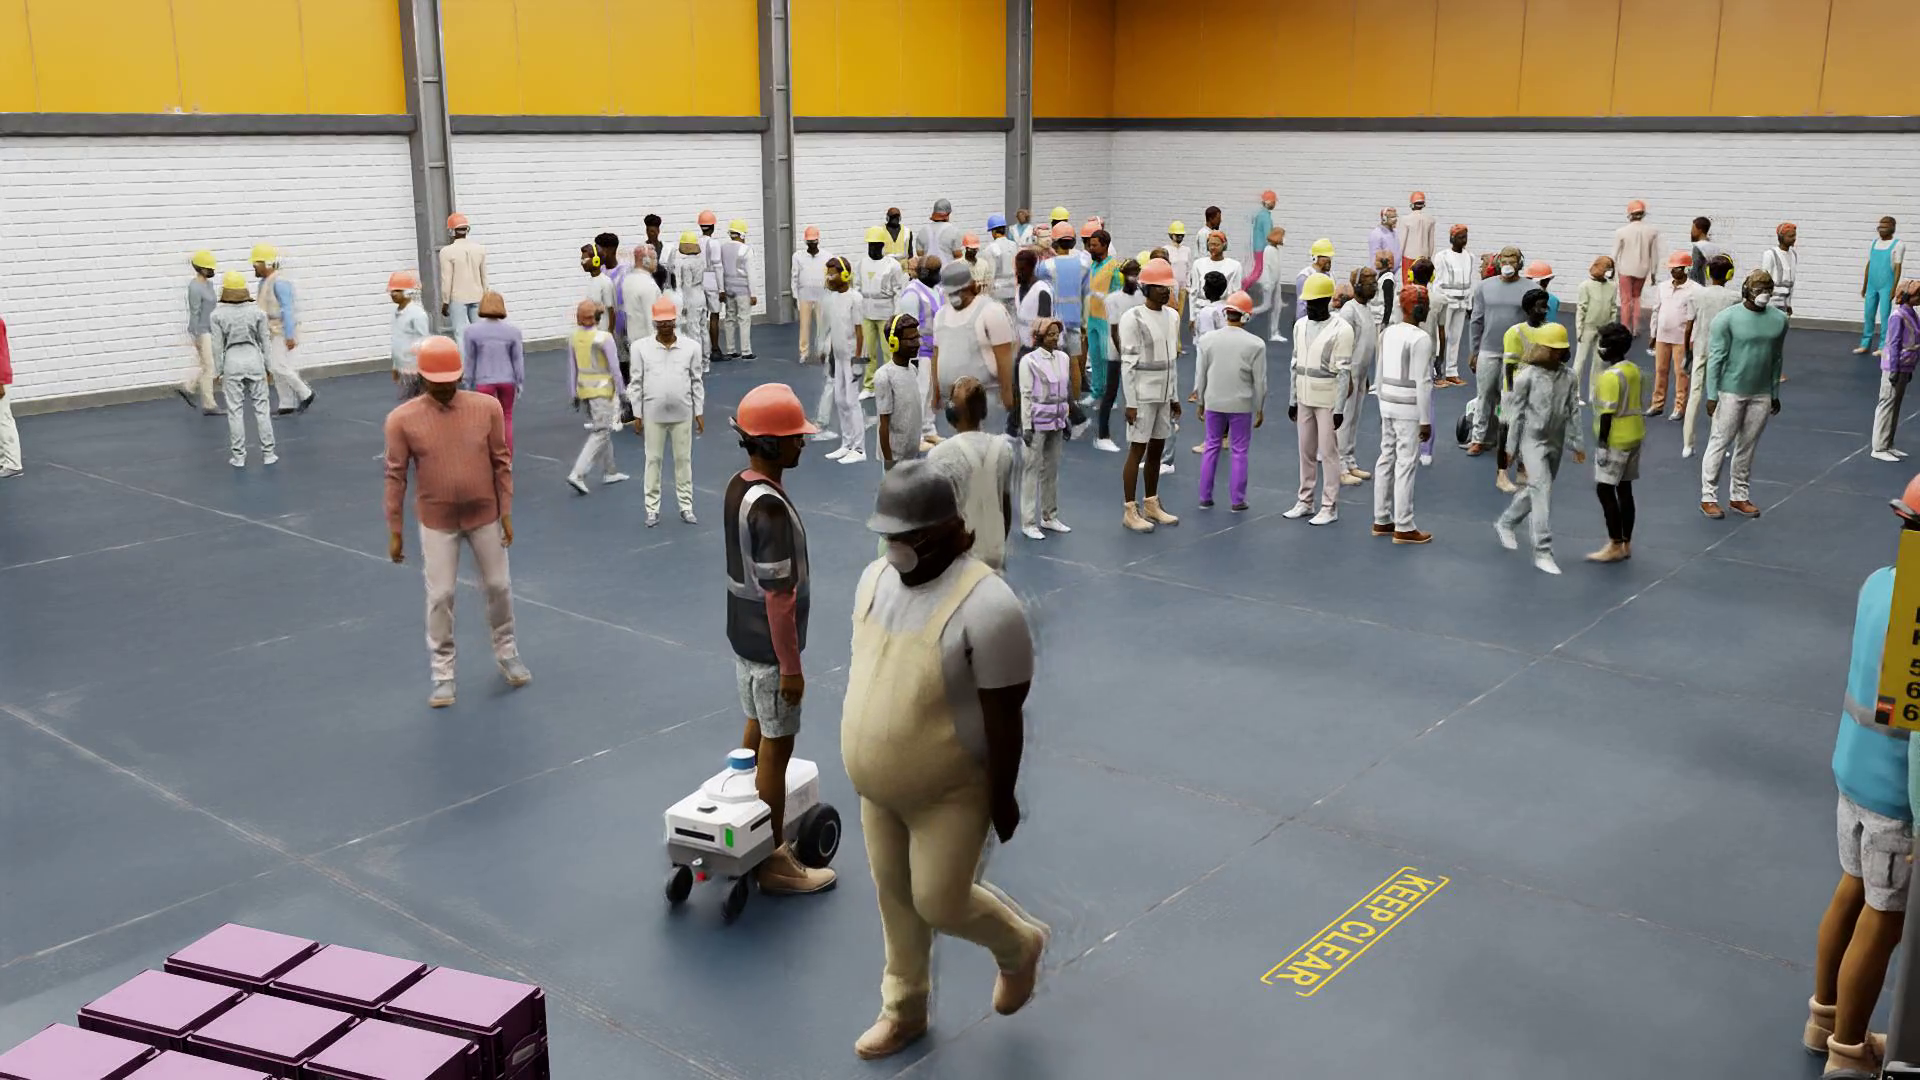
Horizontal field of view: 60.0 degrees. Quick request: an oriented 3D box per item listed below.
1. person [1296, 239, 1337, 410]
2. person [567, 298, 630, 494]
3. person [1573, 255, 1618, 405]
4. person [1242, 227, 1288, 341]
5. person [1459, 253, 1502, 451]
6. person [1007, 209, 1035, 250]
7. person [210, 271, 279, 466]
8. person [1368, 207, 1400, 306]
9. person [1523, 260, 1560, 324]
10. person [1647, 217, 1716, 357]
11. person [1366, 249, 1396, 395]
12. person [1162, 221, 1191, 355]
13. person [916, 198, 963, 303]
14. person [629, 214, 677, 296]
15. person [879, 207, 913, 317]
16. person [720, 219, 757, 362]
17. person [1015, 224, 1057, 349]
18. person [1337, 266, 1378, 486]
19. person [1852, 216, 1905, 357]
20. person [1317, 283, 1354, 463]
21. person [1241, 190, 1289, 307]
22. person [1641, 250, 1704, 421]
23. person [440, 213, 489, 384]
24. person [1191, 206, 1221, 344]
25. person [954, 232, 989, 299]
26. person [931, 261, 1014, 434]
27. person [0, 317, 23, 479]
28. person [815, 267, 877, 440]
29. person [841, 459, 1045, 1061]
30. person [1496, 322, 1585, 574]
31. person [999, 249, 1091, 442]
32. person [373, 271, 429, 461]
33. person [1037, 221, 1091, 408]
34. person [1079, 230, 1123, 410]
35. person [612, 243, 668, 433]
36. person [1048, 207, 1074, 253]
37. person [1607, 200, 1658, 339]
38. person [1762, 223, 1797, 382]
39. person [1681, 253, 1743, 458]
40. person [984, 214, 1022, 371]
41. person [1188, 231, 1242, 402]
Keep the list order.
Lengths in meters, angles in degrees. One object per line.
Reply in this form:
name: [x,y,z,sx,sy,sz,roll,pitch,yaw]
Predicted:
person: [3.818,-2.296,17.773,0.599,1.830,0.403,-13,19,-43]
person: [-3.054,-1.208,13.864,0.520,1.610,0.767,12,18,39]
person: [6.933,-2.285,18.153,0.506,1.628,0.278,-4,15,-15]
person: [4.335,-3.621,23.508,0.650,1.608,0.535,11,18,37]
person: [4.967,-1.756,15.584,0.389,1.846,0.564,9,16,31]
person: [1.031,-4.717,27.861,0.522,1.627,0.371,5,15,20]
person: [-6.436,-1.534,14.930,0.511,1.737,0.324,-6,15,-22]
person: [5.865,-3.632,22.960,0.399,1.909,0.642,11,18,37]
person: [5.471,-1.783,15.878,0.327,1.752,0.562,11,18,38]
person: [9.524,-3.220,21.436,1.051,1.858,0.589,8,16,30]
person: [4.779,-2.462,18.827,0.310,1.638,0.523,1,14,5]
person: [2.841,-3.322,22.006,0.523,1.769,0.315,-7,16,-27]
person: [-0.223,-3.615,22.618,0.673,2.000,0.536,8,16,28]
person: [-3.707,-2.974,20.221,0.612,1.957,0.371,-8,16,-30]
person: [-0.978,-3.927,24.274,0.619,1.842,0.430,-3,14,-13]
person: [-2.860,-3.221,21.491,0.594,1.825,0.403,9,17,33]
person: [0.924,-2.637,18.982,0.637,1.911,0.403,-11,18,-38]
person: [3.365,-1.396,14.149,0.349,1.847,0.505,9,17,32]
person: [12.140,-3.341,21.939,0.332,1.838,0.506,-6,15,-23]
person: [3.385,-1.465,14.847,0.309,1.636,0.522,-2,14,-8]
person: [4.986,-4.830,27.661,0.989,1.959,0.637,0,14,0]
person: [7.375,-2.111,17.191,0.330,1.750,0.572,-9,17,-32]
person: [-5.853,-2.847,19.647,0.384,1.992,0.617,11,18,38]
person: [3.424,-3.673,23.130,0.391,1.910,0.592,6,15,22]
person: [0.129,-2.817,20.012,0.575,1.749,0.335,-9,17,-33]
person: [0.059,-1.203,12.979,0.715,2.000,0.548,13,19,41]
person: [-8.422,-1.405,14.402,0.574,1.740,0.355,12,19,41]
person: [-1.088,-1.843,16.244,0.897,1.697,0.491,-10,17,-34]
person: [-0.086,0.701,5.373,0.655,2.000,0.702,-13,19,-42]
person: [4.022,-0.681,11.616,0.485,1.712,0.870,-5,15,-21]
person: [0.785,-1.856,15.958,0.950,1.872,0.639,-6,15,-24]
person: [-5.029,-1.627,15.339,0.877,1.717,0.569,-11,18,-38]
person: [1.042,-2.241,17.123,0.615,2.042,0.372,-7,16,-25]
person: [1.526,-2.359,17.848,0.377,1.917,0.599,-8,16,-28]
person: [-3.138,-1.957,16.309,0.756,1.884,0.645,-7,16,-27]
person: [1.356,-3.523,22.479,0.369,1.928,0.586,4,15,14]
person: [9.407,-3.765,23.340,0.652,1.975,0.548,0,14,1]
person: [9.660,-2.798,19.677,0.574,1.883,0.360,-9,17,-32]
person: [6.861,-1.668,15.184,0.520,1.874,0.327,11,18,38]
person: [0.494,-3.017,20.444,0.416,1.935,0.605,13,19,42]
person: [2.782,-2.434,18.222,0.573,1.883,0.355,6,15,23]
